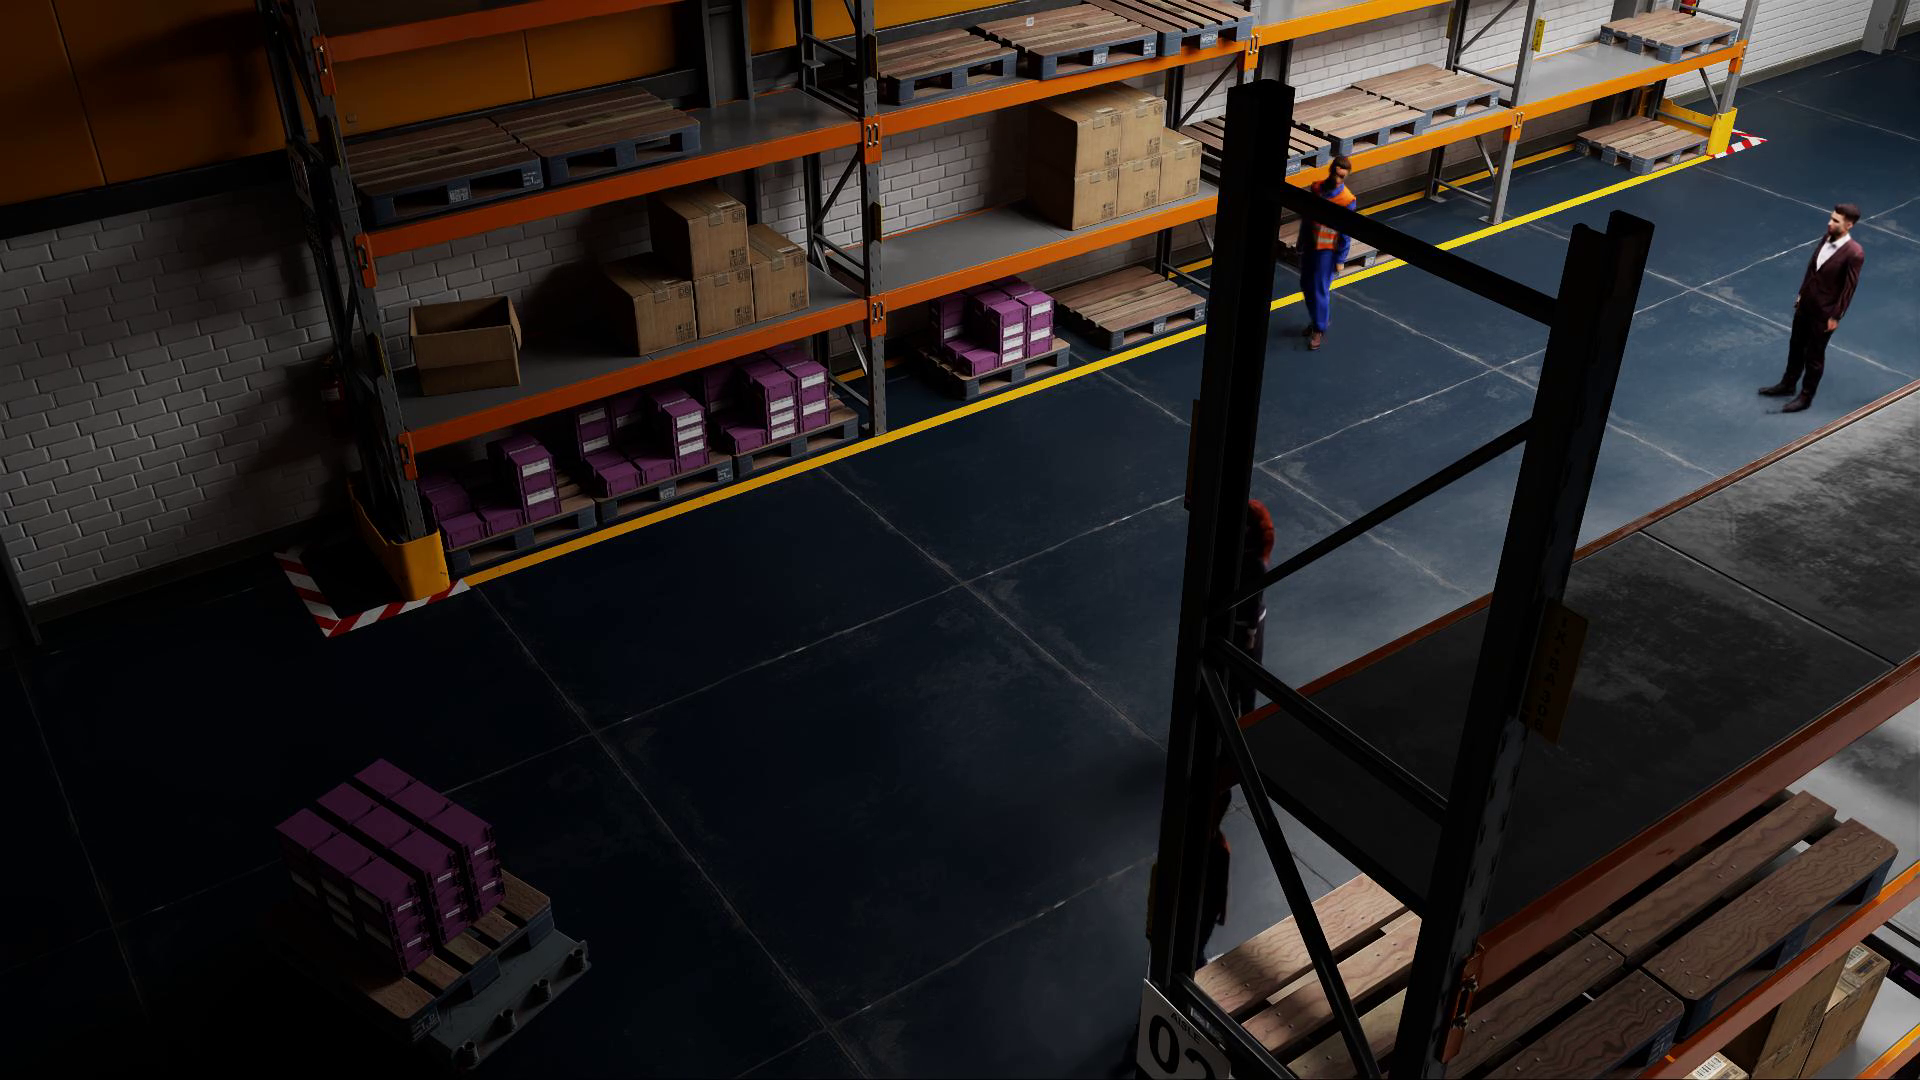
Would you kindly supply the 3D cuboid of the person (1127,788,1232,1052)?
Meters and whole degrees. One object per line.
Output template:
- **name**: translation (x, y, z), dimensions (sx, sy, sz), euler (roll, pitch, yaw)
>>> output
- **person**: translation (1.129, 1.921, 8.559), dimensions (1.114, 1.677, 0.601), euler (-24, 40, -31)

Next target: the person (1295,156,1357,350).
- **person**: translation (3.324, -2.685, 15.315), dimensions (0.708, 1.868, 0.723), euler (-15, 37, -22)

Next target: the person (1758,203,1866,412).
- **person**: translation (7.406, -2.017, 14.313), dimensions (0.739, 1.864, 0.769), euler (-6, 34, -9)

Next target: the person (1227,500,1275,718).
- **person**: translation (1.801, 0.508, 10.591), dimensions (0.589, 1.779, 0.628), euler (-10, 35, -15)
